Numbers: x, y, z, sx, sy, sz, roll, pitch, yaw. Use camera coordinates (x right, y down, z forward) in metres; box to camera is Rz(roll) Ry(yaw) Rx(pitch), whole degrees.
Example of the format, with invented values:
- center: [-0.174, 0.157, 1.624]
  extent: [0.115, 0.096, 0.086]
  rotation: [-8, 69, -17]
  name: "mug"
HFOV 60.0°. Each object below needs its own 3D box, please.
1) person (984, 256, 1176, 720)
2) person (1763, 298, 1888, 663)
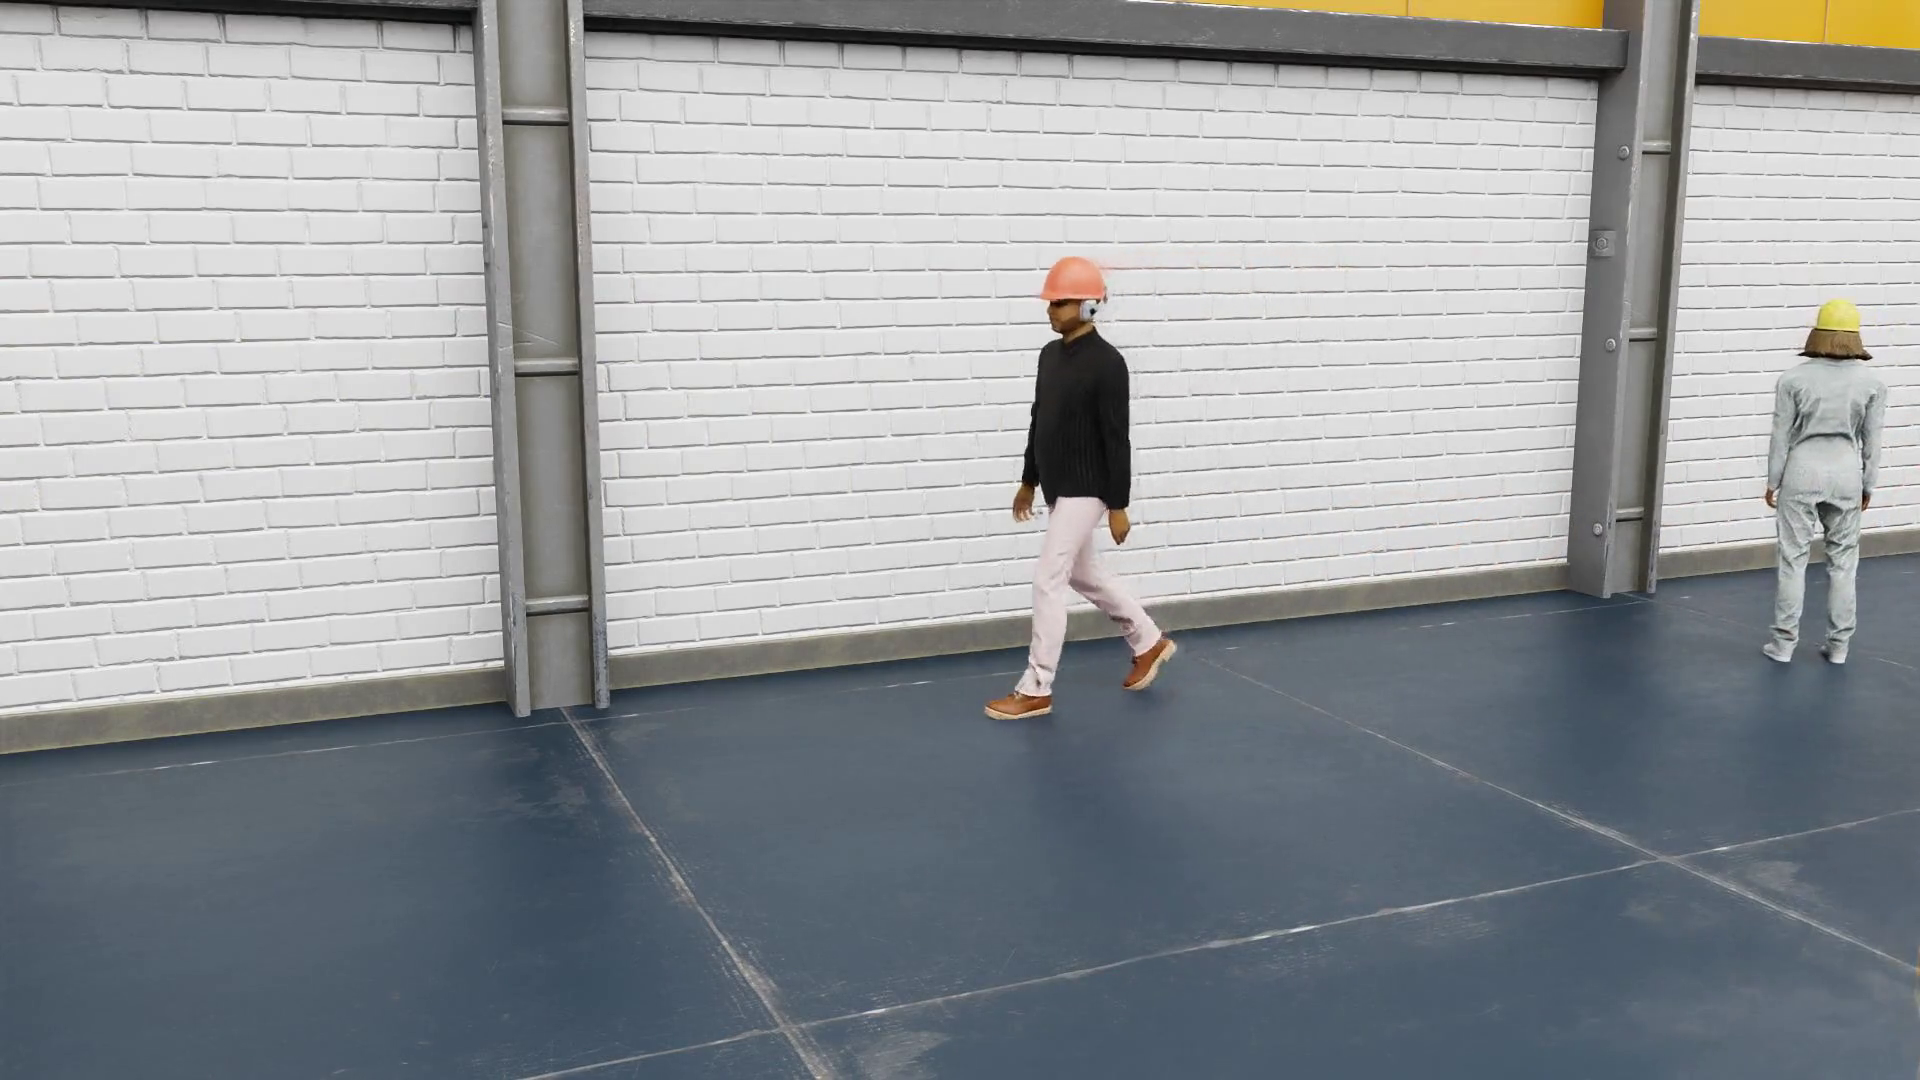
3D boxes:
- center: [0.553, -0.237, 7.154]
  extent: [0.960, 1.959, 0.613]
  rotation: [-4, 11, -21]
  name: "person"
- center: [4.109, -0.272, 7.935]
  extent: [0.483, 1.743, 0.315]
  rotation: [2, 11, 13]
  name: "person"
